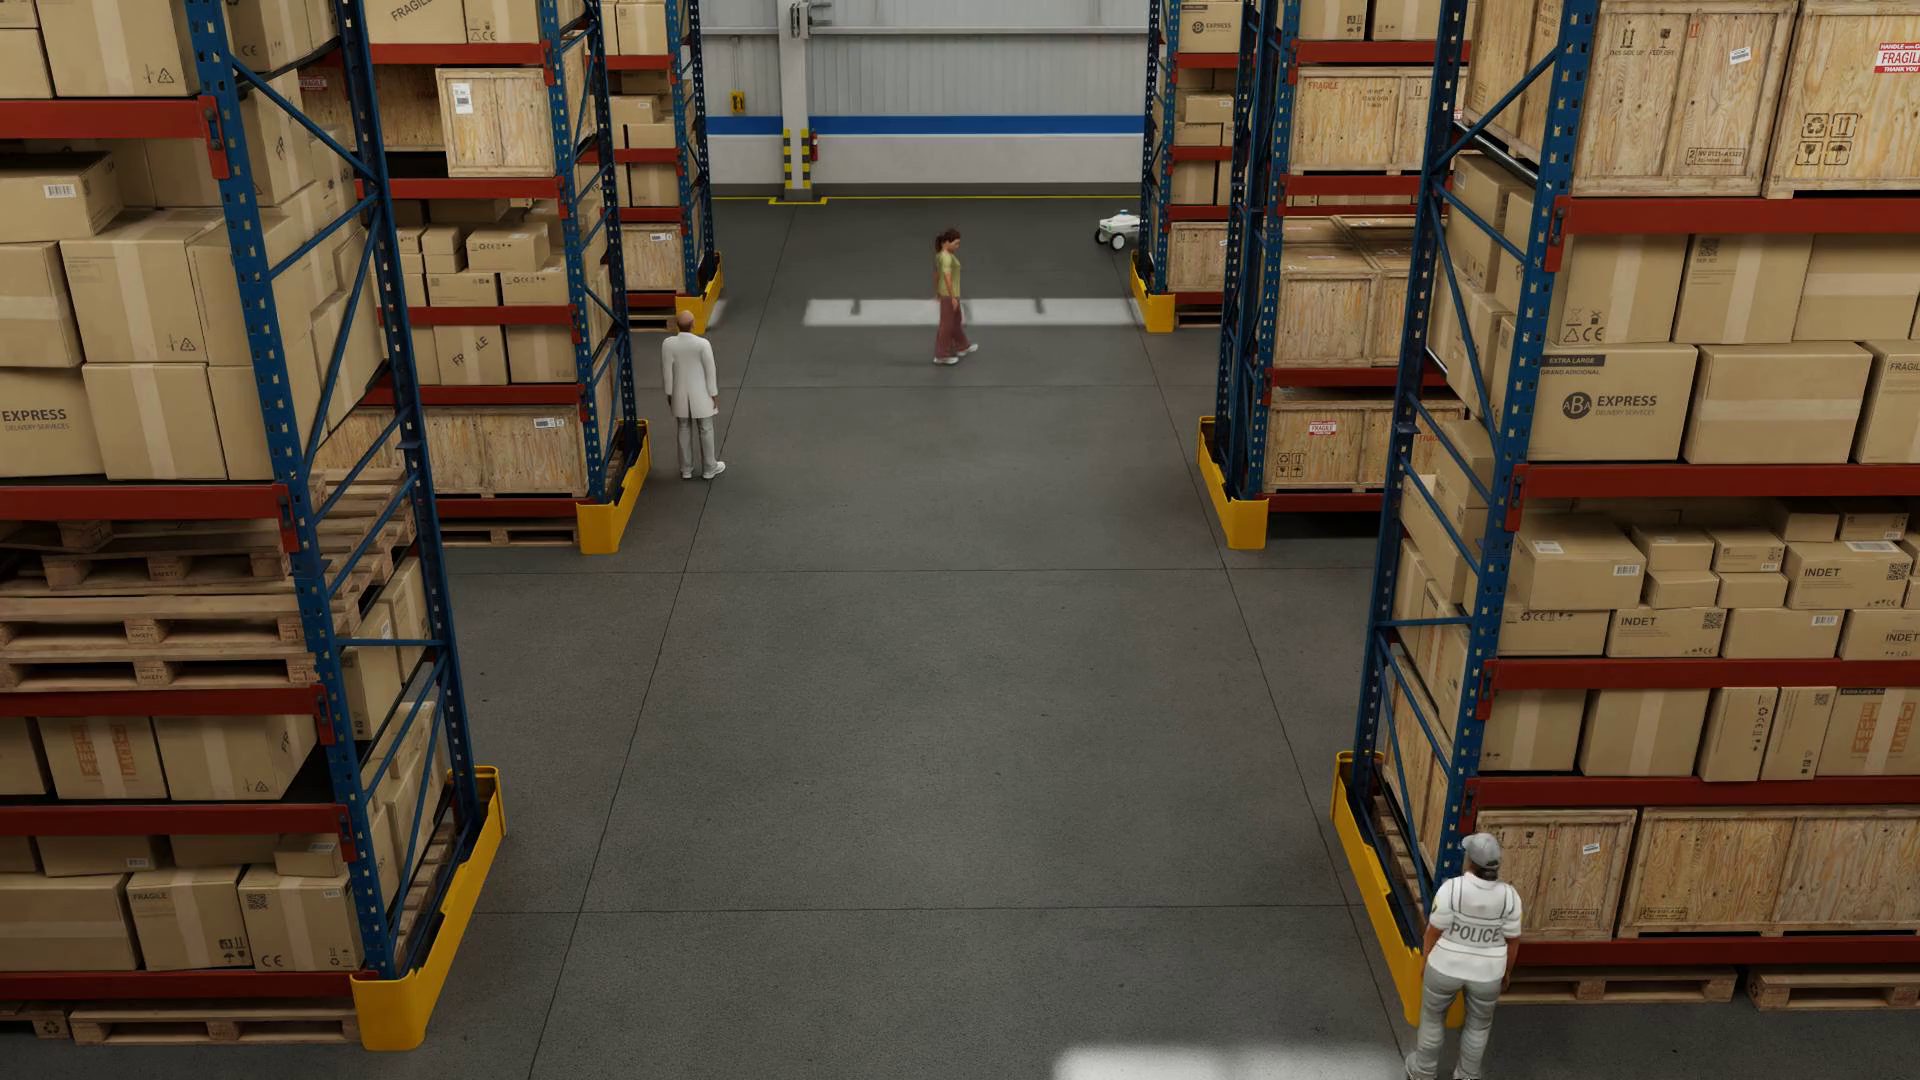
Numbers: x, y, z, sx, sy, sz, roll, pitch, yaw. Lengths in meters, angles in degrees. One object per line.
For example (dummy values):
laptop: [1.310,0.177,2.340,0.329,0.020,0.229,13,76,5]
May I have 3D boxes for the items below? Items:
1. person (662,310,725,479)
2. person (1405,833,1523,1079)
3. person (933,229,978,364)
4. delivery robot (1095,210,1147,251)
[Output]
person: [-2.749,-1.512,17.090,0.551,1.782,0.379,3,25,5]
person: [2.739,2.314,9.004,0.494,1.672,0.390,4,25,8]
person: [-0.030,-2.994,20.347,0.635,1.670,0.485,-6,26,-12]
delivery robot: [2.503,-4.689,25.491,0.747,0.535,0.667,-12,28,-25]
